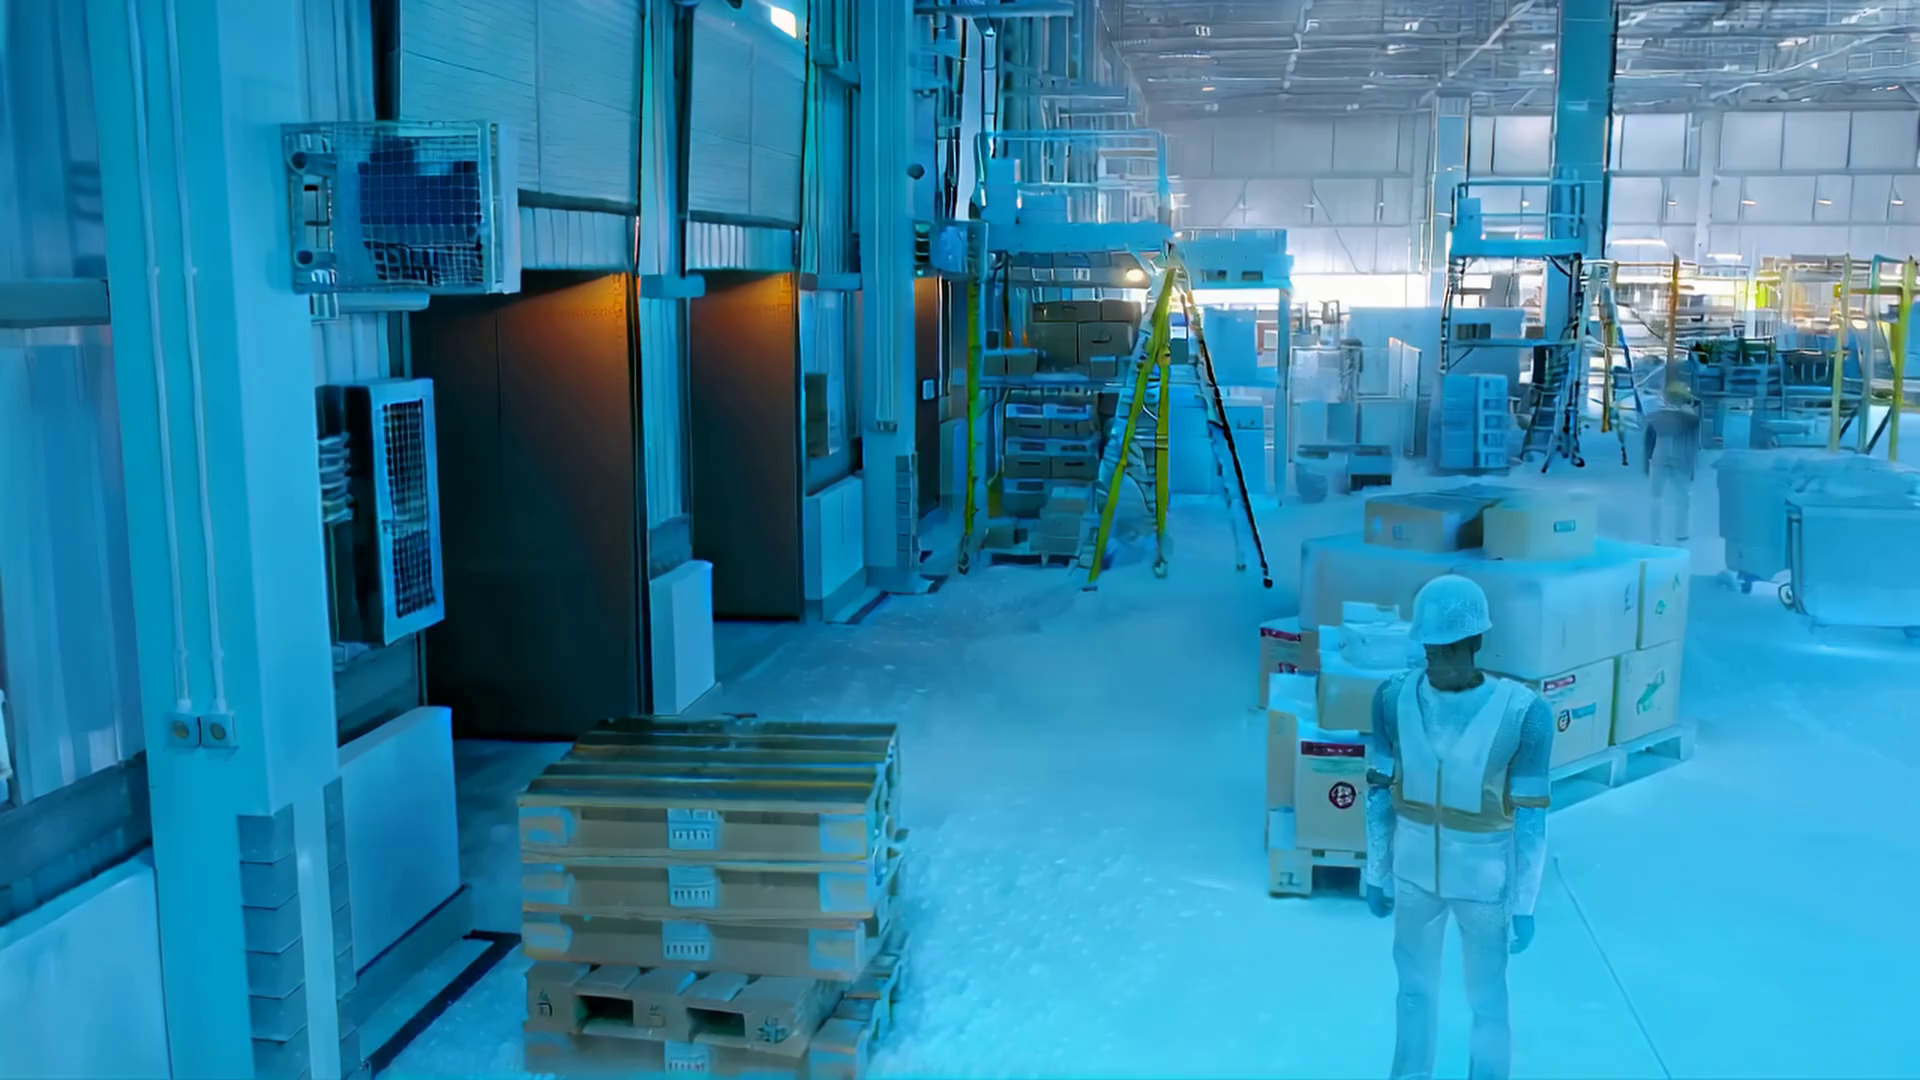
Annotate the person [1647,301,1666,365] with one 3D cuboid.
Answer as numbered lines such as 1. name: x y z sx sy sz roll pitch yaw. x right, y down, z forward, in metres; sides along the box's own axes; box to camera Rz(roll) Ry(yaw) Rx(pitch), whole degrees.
1. person: 20.990 -6.233 50.105 0.367 1.939 0.634 -5 11 -29

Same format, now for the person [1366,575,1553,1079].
1. person: 1.540 1.052 5.243 0.584 1.920 0.395 7 12 37

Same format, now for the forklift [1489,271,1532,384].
1. forklift: 13.422 -5.322 41.591 1.873 2.768 1.129 1 9 9

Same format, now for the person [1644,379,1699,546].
1. person: 7.280 -0.769 17.008 0.545 1.733 0.813 7 12 37

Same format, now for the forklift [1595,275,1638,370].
1. forklift: 17.955 -6.105 46.416 1.873 2.768 1.129 -4 10 -25

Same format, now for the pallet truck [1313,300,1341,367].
1. pallet truck: 11.159 -6.200 49.718 0.823 1.965 1.885 4 10 26

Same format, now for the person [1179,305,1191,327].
1. person: 6.022 -5.319 44.514 0.389 1.927 0.546 3 10 16

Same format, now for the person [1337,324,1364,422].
1. person: 7.368 -3.137 31.311 0.584 1.843 0.946 -4 10 -23
